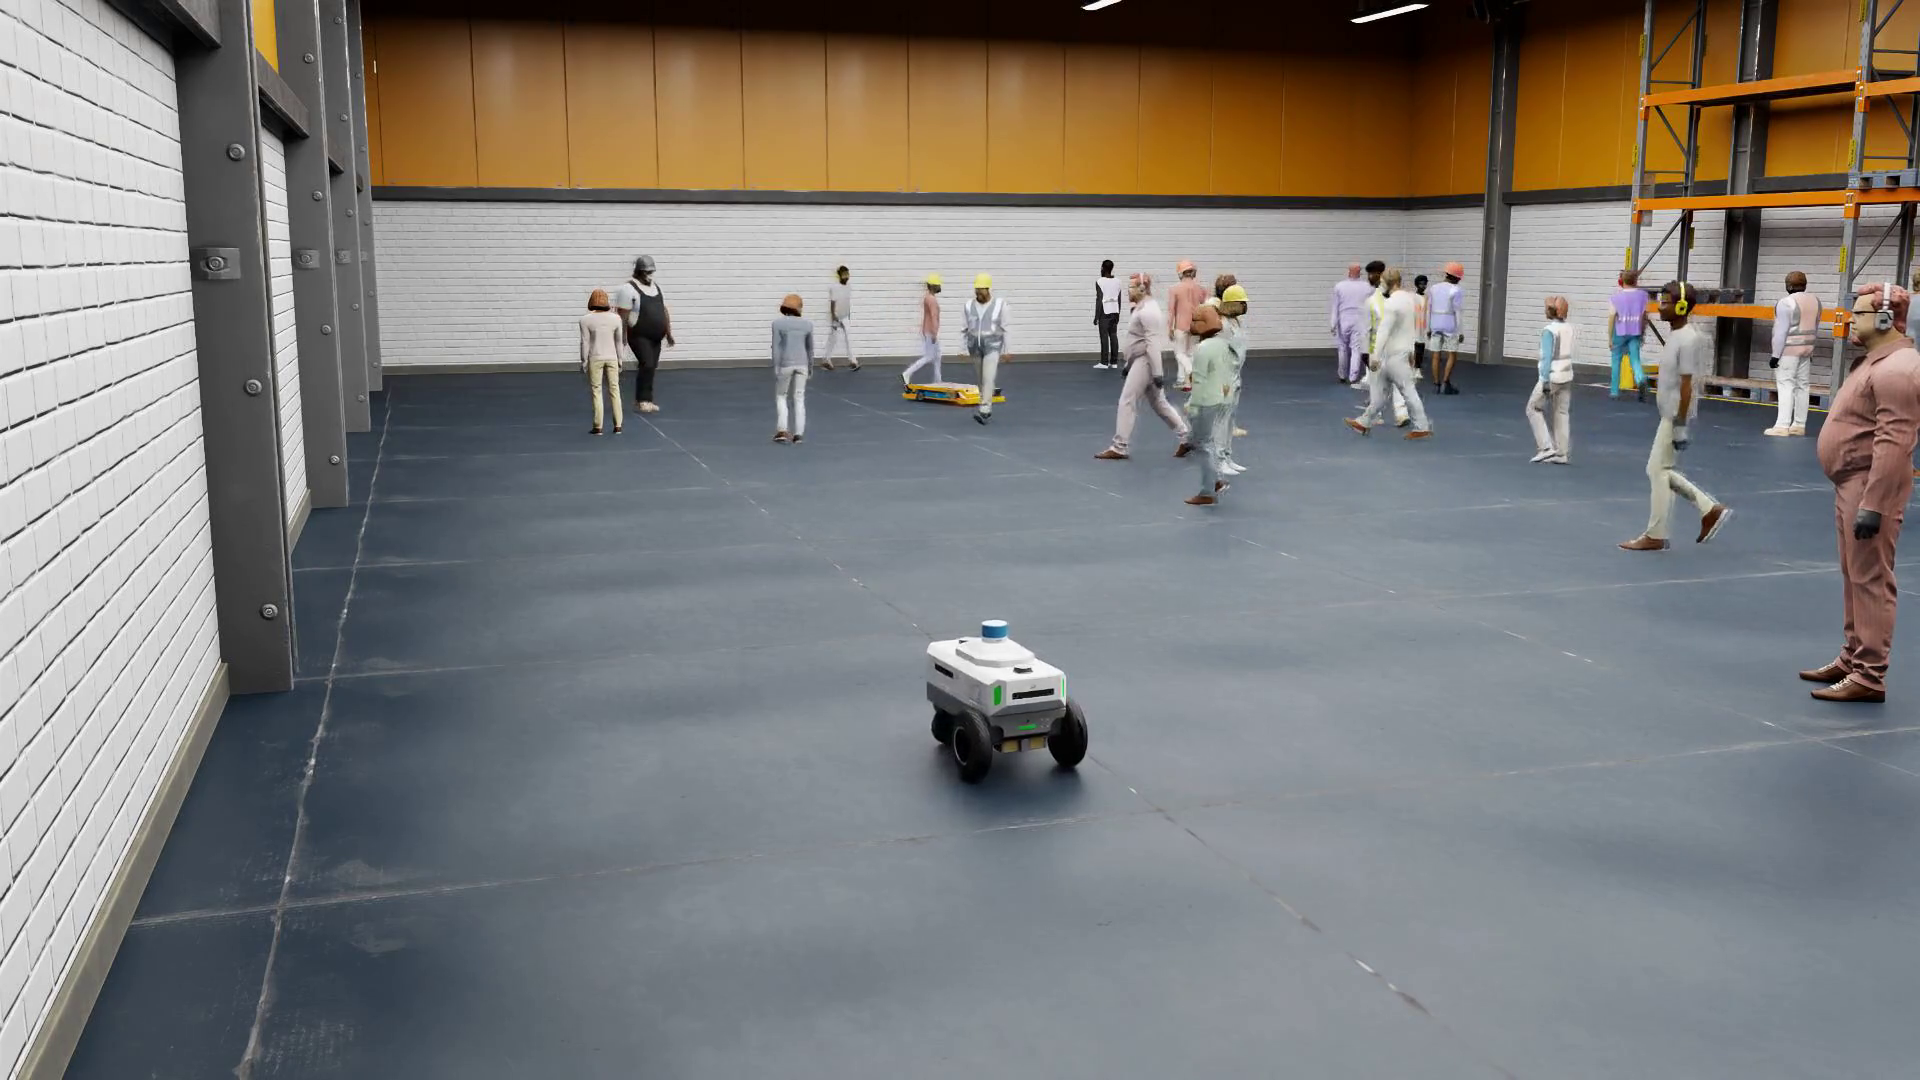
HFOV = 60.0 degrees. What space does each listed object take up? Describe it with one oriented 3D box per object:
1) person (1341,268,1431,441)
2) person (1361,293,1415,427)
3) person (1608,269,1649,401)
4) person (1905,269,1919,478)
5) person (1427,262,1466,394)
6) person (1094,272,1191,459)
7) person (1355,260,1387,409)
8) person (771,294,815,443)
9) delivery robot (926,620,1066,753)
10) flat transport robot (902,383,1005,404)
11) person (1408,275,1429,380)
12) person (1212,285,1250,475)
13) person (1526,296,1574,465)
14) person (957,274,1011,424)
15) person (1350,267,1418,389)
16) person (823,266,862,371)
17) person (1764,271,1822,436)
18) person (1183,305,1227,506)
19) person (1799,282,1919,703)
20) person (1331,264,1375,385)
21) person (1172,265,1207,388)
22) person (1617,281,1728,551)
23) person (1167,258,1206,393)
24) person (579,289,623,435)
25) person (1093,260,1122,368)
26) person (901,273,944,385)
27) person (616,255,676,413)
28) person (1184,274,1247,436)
[{"bbox_3d":[4.704,-2.026,18.186,1.063,1.870,0.637,6,12,32],"label":"person"},{"bbox_3d":[5.037,-2.214,19.466,0.657,1.805,0.914,0,10,-1],"label":"person"},{"bbox_3d":[9.231,-2.822,22.967,0.587,1.823,0.778,0,10,0],"label":"person"},{"bbox_3d":[8.685,-1.525,15.178,0.396,1.927,0.641,-1,10,-4],"label":"person"},{"bbox_3d":[6.983,-3.031,23.964,0.418,1.900,0.590,-10,14,-44],"label":"person"},{"bbox_3d":[1.889,-1.717,16.462,0.993,1.861,0.632,1,10,8],"label":"person"},{"bbox_3d":[5.459,-2.677,21.791,0.446,1.950,0.644,3,10,18],"label":"person"},{"bbox_3d":[-1.790,-1.849,17.949,0.518,1.598,0.456,-4,11,-24],"label":"person"},{"bbox_3d":[0.136,0.568,6.720,0.477,0.478,0.707,-4,11,-24],"label":"delivery robot"},{"bbox_3d":[-0.098,-2.014,22.761,0.652,0.197,1.431,-8,13,-39],"label":"flat transport robot"},{"bbox_3d":[7.401,-3.427,26.826,0.554,1.683,0.370,-2,10,-9],"label":"person"},{"bbox_3d":[2.518,-1.480,15.412,0.296,1.744,0.484,4,11,23],"label":"person"},{"bbox_3d":[5.726,-1.535,16.052,0.512,1.627,0.420,-8,13,-39],"label":"person"},{"bbox_3d":[0.255,-2.285,19.948,0.617,1.781,0.925,4,11,21],"label":"person"},{"bbox_3d":[6.426,-3.168,24.913,0.978,1.846,0.594,1,10,8],"label":"person"},{"bbox_3d":[-2.034,-3.815,28.741,0.556,1.813,0.996,-9,13,-42],"label":"person"},{"bbox_3d":[9.297,-2.078,18.598,0.624,1.841,0.430,-4,11,-24],"label":"person"},{"bbox_3d":[1.954,-1.081,13.425,0.341,1.620,0.520,4,11,24],"label":"person"},{"bbox_3d":[4.133,-0.213,7.609,0.407,1.908,0.641,4,10,20],"label":"person"},{"bbox_3d":[6.137,-3.365,25.968,0.679,1.857,0.963,2,10,12],"label":"person"},{"bbox_3d":[3.460,-3.241,25.216,0.575,1.880,0.355,-3,10,-17],"label":"person"},{"bbox_3d":[4.894,-0.831,11.322,0.608,1.858,0.531,3,10,17],"label":"person"},{"bbox_3d":[3.307,-3.072,23.997,0.613,1.971,0.711,-3,10,-16],"label":"person"},{"bbox_3d":[-4.032,-1.997,18.720,0.501,1.632,0.280,-6,11,-30],"label":"person"},{"bbox_3d":[2.623,-4.000,29.489,0.596,1.921,0.386,-8,13,-39],"label":"person"},{"bbox_3d":[-0.493,-3.067,24.622,0.739,1.746,0.531,-2,10,-10],"label":"person"},{"bbox_3d":[-3.995,-2.647,21.309,0.584,2.000,0.700,6,11,31],"label":"person"},{"bbox_3d":[2.872,-2.078,18.671,0.714,1.815,0.635,5,11,27],"label":"person"}]
